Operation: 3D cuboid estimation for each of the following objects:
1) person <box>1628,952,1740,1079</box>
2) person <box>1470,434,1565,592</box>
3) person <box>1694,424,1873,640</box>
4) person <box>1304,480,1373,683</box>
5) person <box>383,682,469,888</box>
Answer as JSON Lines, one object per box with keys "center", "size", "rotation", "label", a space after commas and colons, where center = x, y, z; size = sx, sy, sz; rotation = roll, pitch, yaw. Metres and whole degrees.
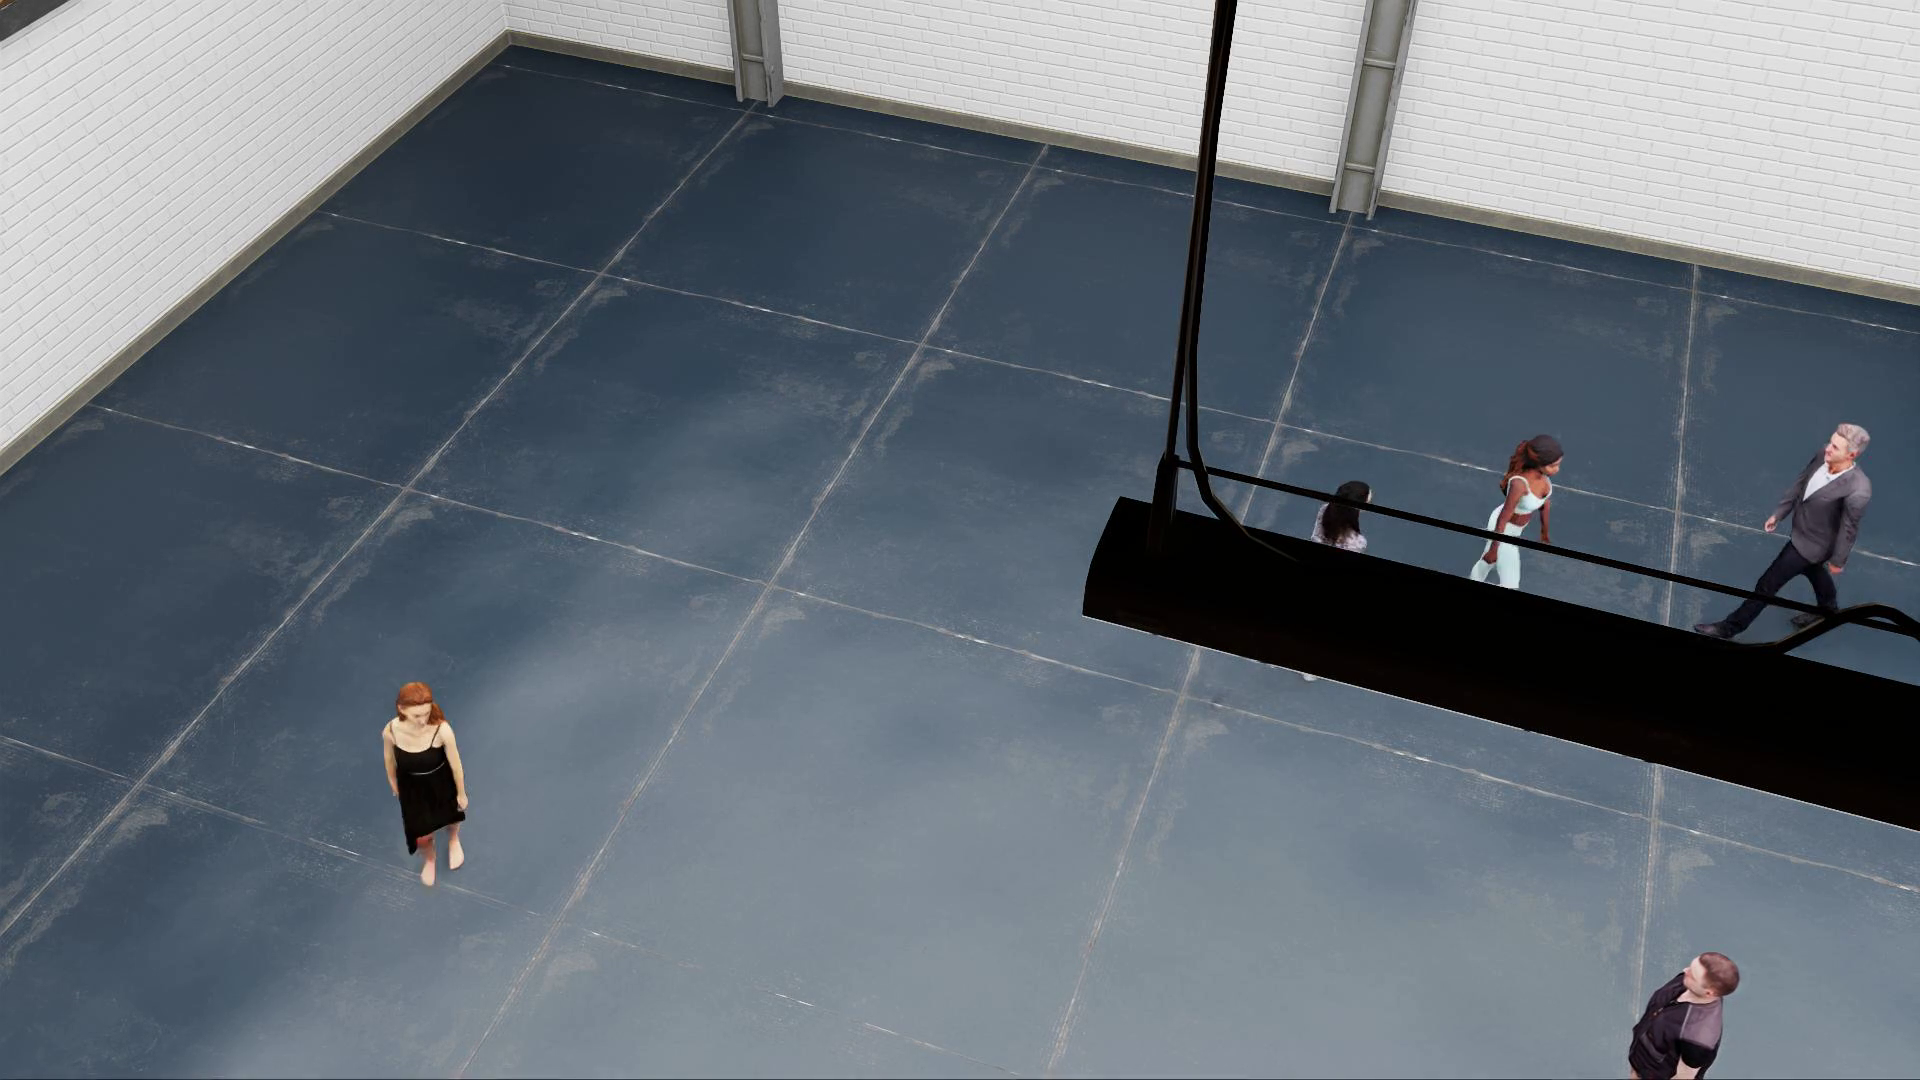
{"center": [3.445, 2.556, 8.085], "size": [0.564, 1.840, 0.669], "rotation": [14, 45, 14], "label": "person"}
{"center": [3.529, -0.072, 10.943], "size": [0.775, 1.704, 0.703], "rotation": [26, 49, 24], "label": "person"}
{"center": [5.627, -0.028, 10.840], "size": [1.335, 1.782, 0.951], "rotation": [0, 44, 0], "label": "person"}
{"center": [2.276, 0.306, 10.539], "size": [0.878, 1.714, 0.818], "rotation": [-19, 47, -18], "label": "person"}
{"center": [-3.042, 1.357, 9.517], "size": [0.705, 1.601, 0.783], "rotation": [4, 44, 4], "label": "person"}
